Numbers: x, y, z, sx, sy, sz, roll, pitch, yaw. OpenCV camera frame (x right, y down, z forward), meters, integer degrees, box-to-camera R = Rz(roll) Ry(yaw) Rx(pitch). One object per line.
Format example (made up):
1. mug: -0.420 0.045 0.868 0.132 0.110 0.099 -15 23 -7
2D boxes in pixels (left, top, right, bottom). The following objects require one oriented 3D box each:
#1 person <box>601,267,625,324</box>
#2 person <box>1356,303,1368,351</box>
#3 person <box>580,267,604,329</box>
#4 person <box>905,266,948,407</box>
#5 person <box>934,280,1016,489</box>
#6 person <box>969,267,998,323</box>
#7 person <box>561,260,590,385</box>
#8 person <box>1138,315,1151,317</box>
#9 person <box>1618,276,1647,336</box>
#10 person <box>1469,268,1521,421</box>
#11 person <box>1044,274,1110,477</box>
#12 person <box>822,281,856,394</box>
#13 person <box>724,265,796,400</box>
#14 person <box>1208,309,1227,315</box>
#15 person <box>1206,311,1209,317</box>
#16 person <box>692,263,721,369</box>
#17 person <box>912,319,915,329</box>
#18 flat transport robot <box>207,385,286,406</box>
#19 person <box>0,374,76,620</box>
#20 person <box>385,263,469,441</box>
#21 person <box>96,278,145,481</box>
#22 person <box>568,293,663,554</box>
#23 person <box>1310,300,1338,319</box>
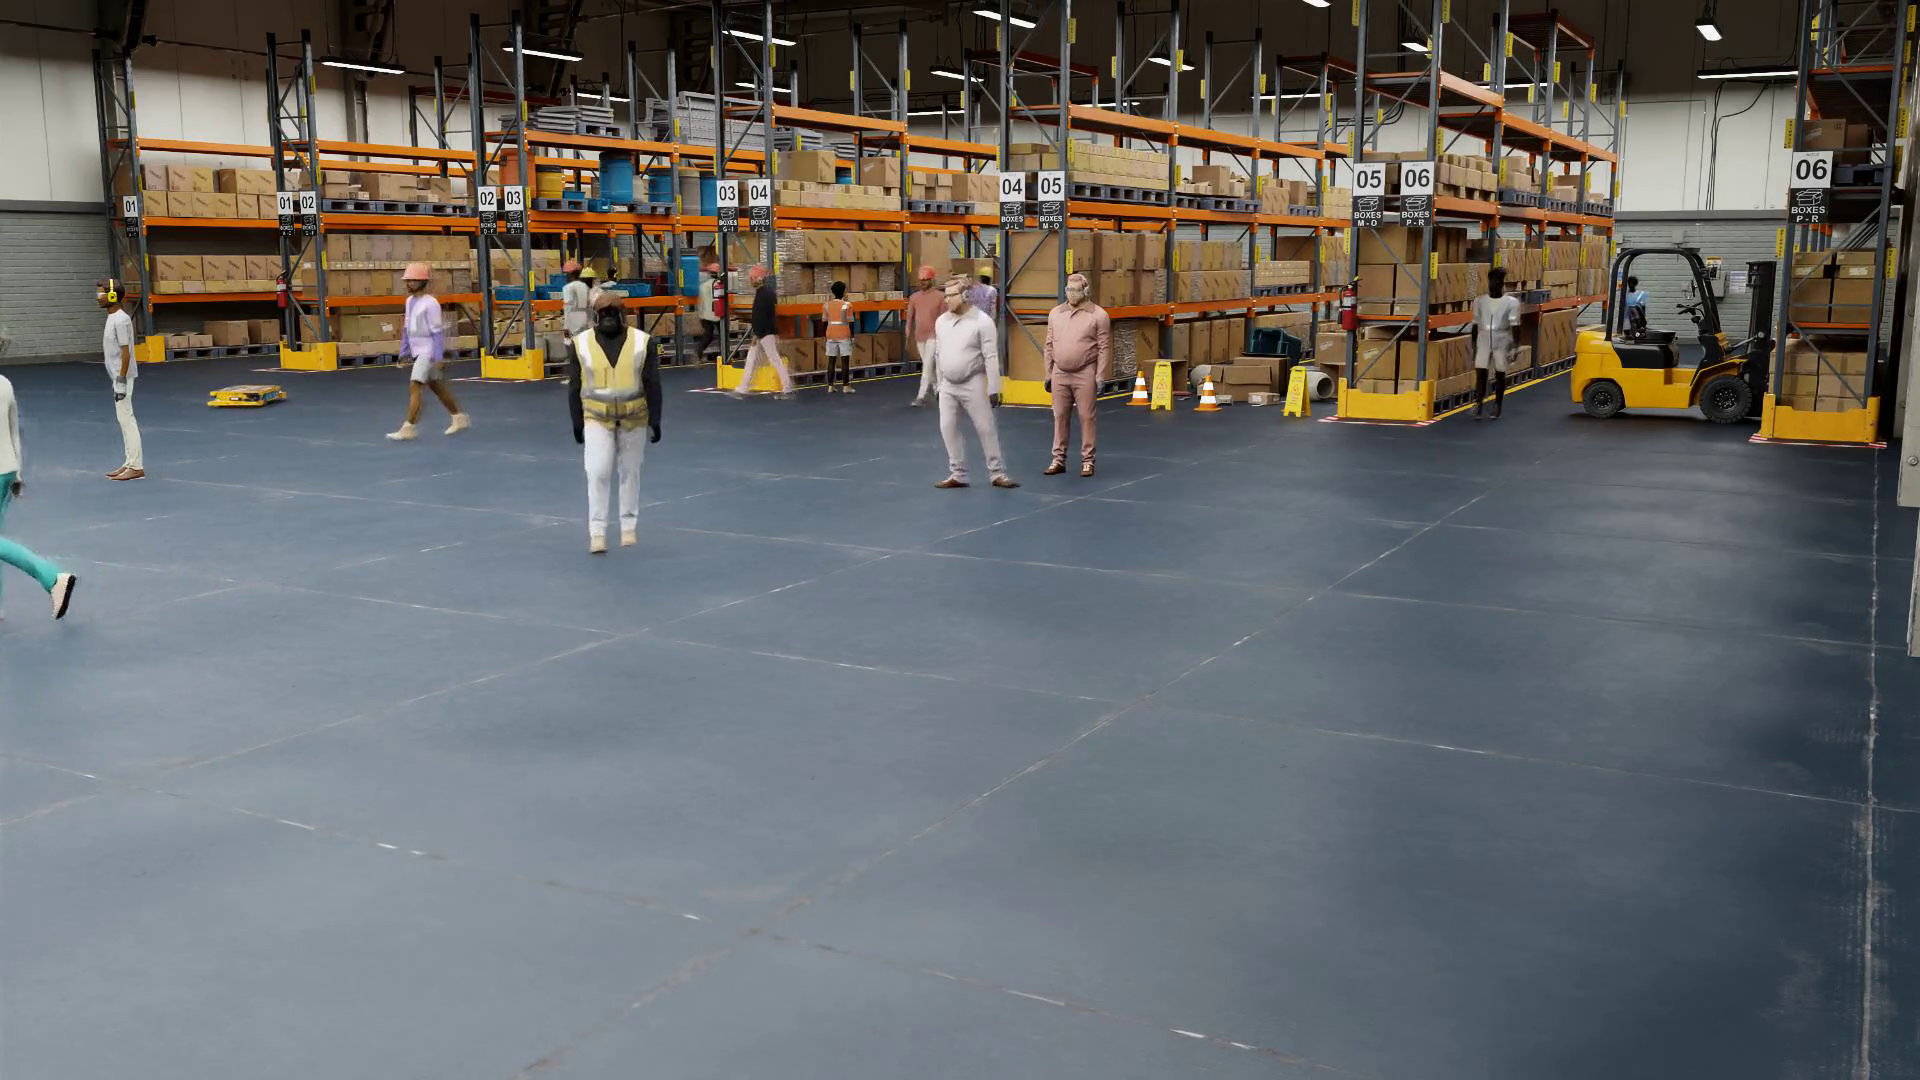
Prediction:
1. person: -6.774 -4.399 32.524 0.517 1.862 0.328 4 11 24
2. person: 8.773 -5.045 36.326 0.510 1.858 0.333 2 10 11
3. person: -6.265 -3.723 28.496 0.593 1.892 0.952 5 11 28
4. person: -0.440 -2.855 23.235 0.636 1.952 1.015 5 11 28
5. person: 0.111 -1.370 14.820 0.763 1.874 0.530 6 11 32
6. person: 0.401 -3.985 30.026 0.585 1.892 0.905 5 11 25
7. person: -6.074 -3.476 26.703 0.786 2.016 0.618 4 10 22
8. person: 3.741 -4.765 34.469 0.568 1.927 0.406 5 11 28
9. person: 13.601 -4.505 33.666 0.550 1.680 0.465 5 11 28
10. person: 6.702 -2.445 20.917 0.636 1.903 1.015 5 11 29
11. person: 1.080 -1.550 15.708 0.639 1.909 0.409 4 11 24
12. person: -1.819 -3.045 25.073 0.541 1.696 0.315 4 11 24
13. person: -2.845 -2.966 23.900 1.026 1.943 0.620 -3 10 -16
14. person: 5.632 -5.083 36.667 0.581 1.823 0.642 -7 12 -35
15. person: 5.829 -5.648 39.720 0.921 1.912 0.640 6 11 30
16. person: -4.528 -4.064 30.297 0.620 1.961 0.864 6 11 31
17. person: -1.056 -5.052 36.430 0.392 1.834 0.564 -8 13 -39
18. flat transport robot: -9.975 -2.027 23.282 0.652 0.197 1.431 -1 10 -7
19. person: -5.378 -0.376 9.311 0.724 1.740 0.525 -1 10 -4
20. person: -6.067 -2.141 18.930 1.055 2.003 0.604 -9 13 -41
21. person: -7.813 -1.486 15.438 0.329 1.872 0.507 -6 11 -31
22. person: -2.409 -0.813 11.676 0.642 1.807 0.825 -2 10 -14
23. person: 8.507 -5.524 38.991 0.716 1.892 0.732 -6 11 -30
